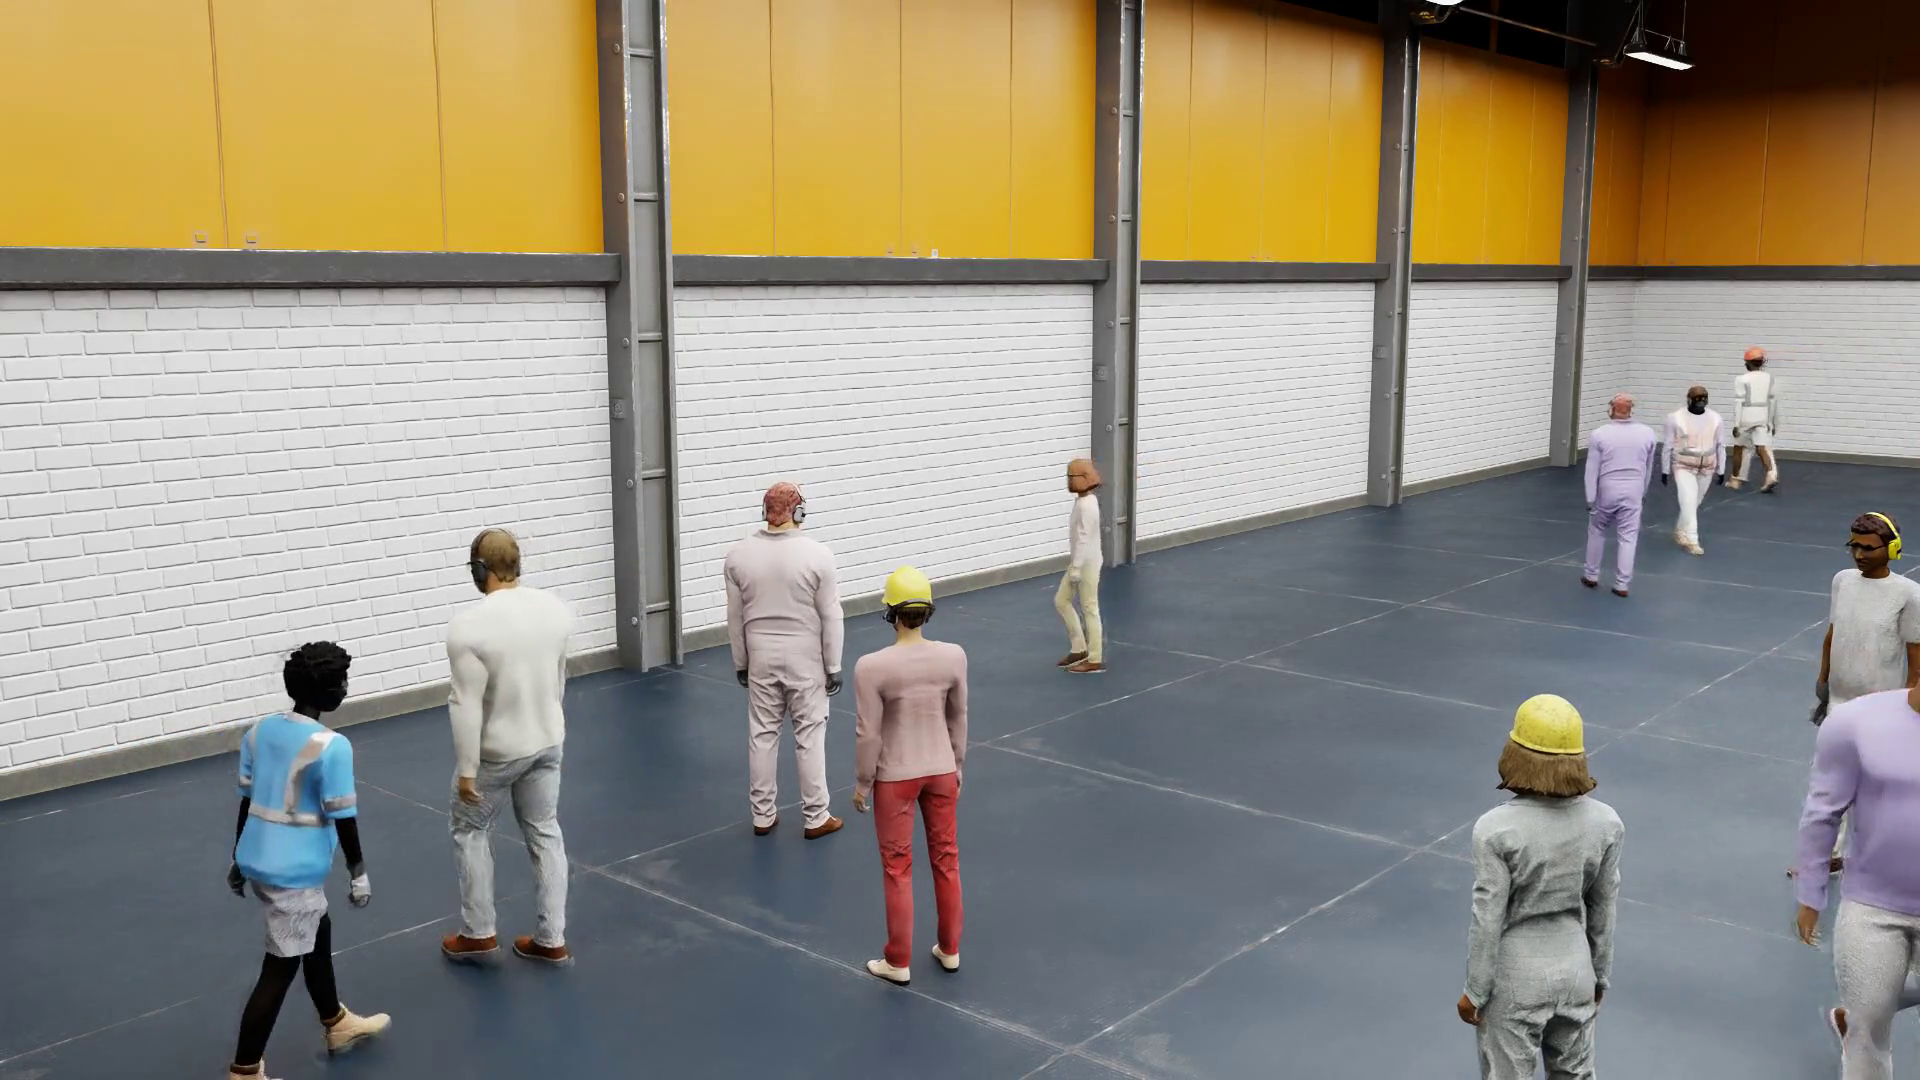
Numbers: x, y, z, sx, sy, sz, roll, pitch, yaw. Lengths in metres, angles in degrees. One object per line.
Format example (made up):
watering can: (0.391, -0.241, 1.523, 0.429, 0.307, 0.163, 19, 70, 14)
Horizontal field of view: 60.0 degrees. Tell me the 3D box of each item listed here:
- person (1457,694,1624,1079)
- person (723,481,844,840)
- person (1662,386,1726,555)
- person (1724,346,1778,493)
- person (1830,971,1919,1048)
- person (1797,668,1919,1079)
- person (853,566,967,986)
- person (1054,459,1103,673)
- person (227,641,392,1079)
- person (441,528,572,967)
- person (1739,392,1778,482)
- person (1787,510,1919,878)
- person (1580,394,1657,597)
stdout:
person: (1.727, 1.318, 5.012, 0.493, 1.743, 0.298, -2, 9, -14)
person: (-0.906, 0.636, 8.800, 0.640, 1.904, 0.409, 2, 9, 15)
person: (7.948, -0.781, 18.029, 0.635, 1.801, 0.938, 0, 9, 1)
person: (10.914, -1.650, 22.823, 0.621, 2.012, 0.972, -1, 9, -5)
person: (3.582, 1.239, 5.926, 0.513, 1.610, 0.749, -6, 11, -35)
person: (3.033, 1.188, 5.297, 0.672, 1.919, 0.383, 5, 10, 29)
person: (-0.211, 0.988, 7.012, 0.526, 1.769, 0.328, -5, 10, -27)
person: (0.866, 0.200, 12.397, 0.468, 1.614, 0.522, 0, 9, -2)
person: (-2.390, 1.189, 6.061, 0.550, 1.647, 0.817, 7, 12, 38)
person: (-1.975, 0.892, 7.167, 0.659, 1.907, 0.648, 7, 12, 38)
person: (11.422, -1.588, 23.699, 0.530, 1.607, 0.819, 0, 9, -1)
person: (4.341, 0.781, 8.009, 0.328, 1.865, 0.520, -4, 10, -26)
person: (6.147, -0.438, 15.645, 0.657, 1.881, 0.781, 1, 9, 6)
